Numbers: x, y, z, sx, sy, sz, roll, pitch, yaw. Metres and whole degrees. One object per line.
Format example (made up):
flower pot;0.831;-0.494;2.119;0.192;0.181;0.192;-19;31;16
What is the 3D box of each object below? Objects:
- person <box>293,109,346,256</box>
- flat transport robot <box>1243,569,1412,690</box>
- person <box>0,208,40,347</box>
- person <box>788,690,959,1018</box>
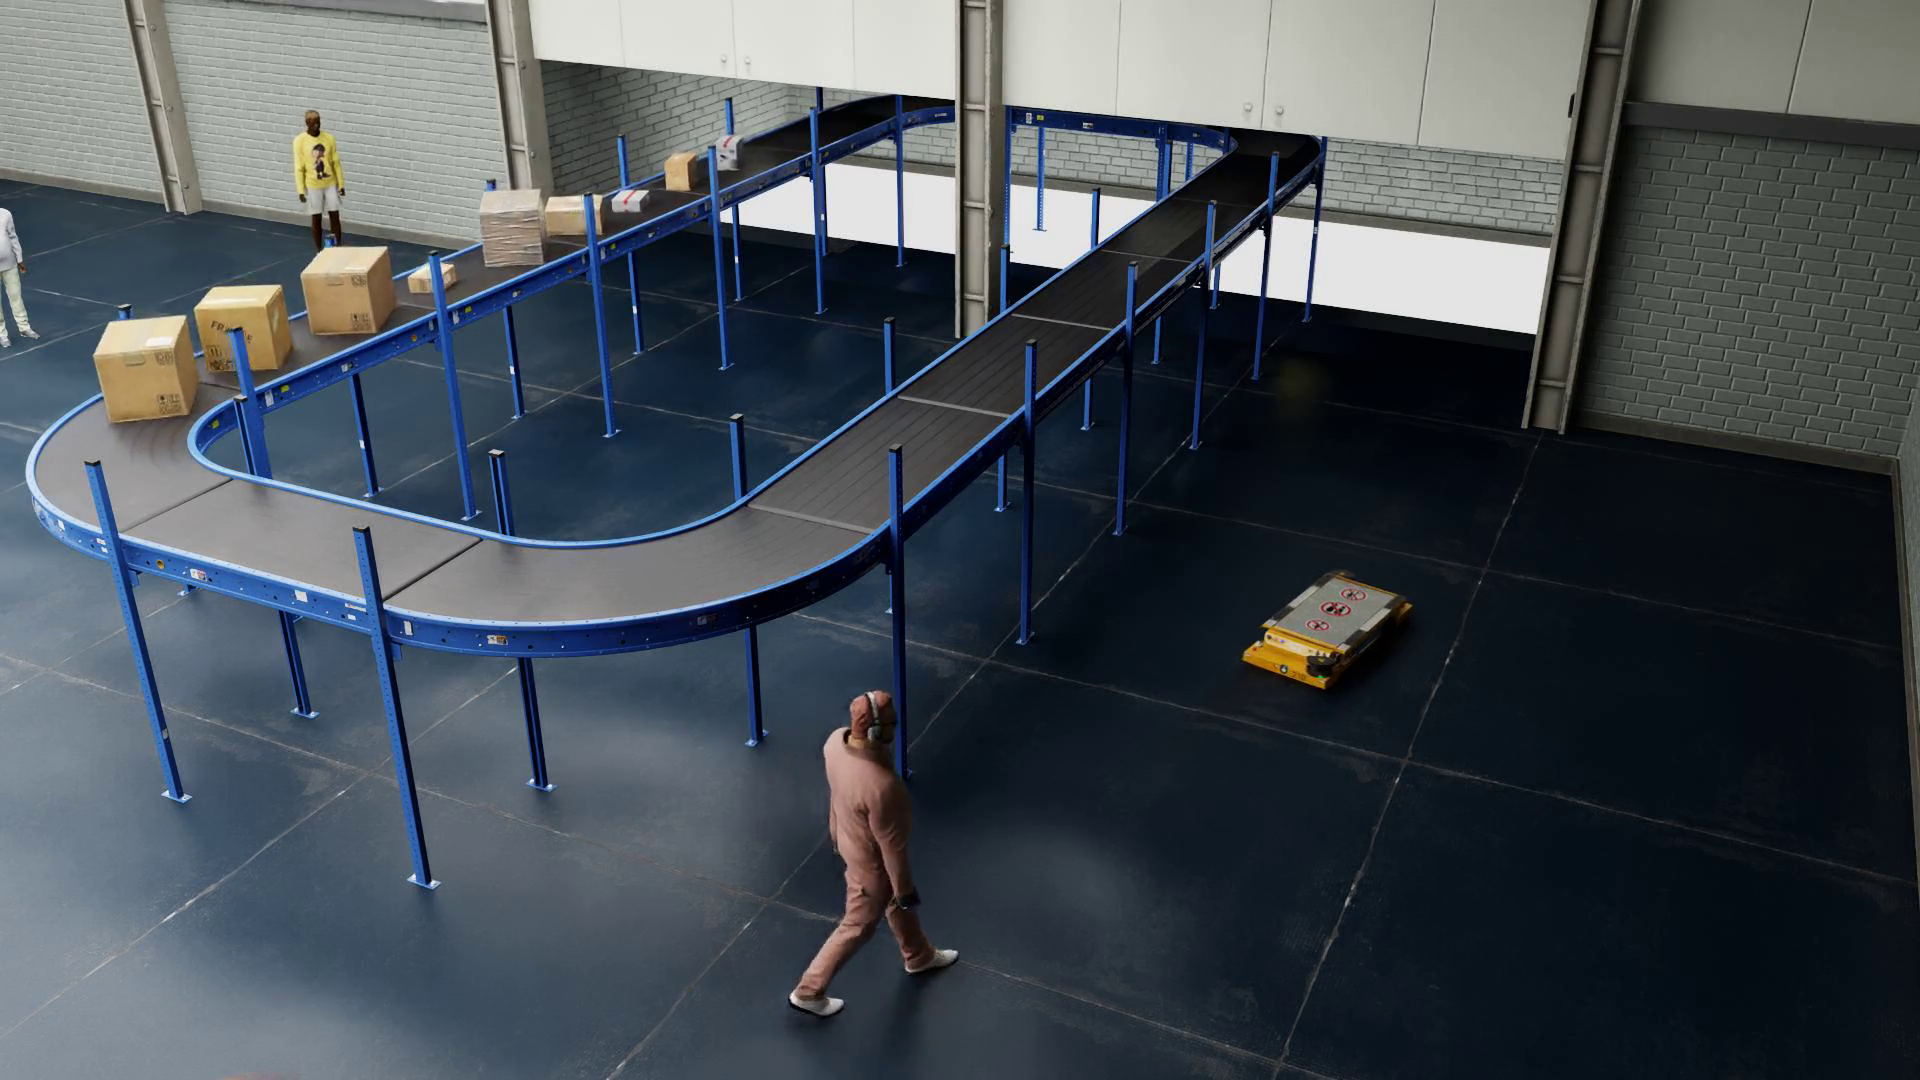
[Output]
person;-7.834;-4.337;20.399;0.577;1.887;0.392;-18;32;-32
flat transport robot;2.717;0.637;12.193;0.659;0.231;1.431;19;32;33
person;-10.271;-2.956;17.761;0.328;1.751;0.565;17;31;31
person;-0.467;1.595;8.471;0.973;1.863;0.655;-10;28;-19
